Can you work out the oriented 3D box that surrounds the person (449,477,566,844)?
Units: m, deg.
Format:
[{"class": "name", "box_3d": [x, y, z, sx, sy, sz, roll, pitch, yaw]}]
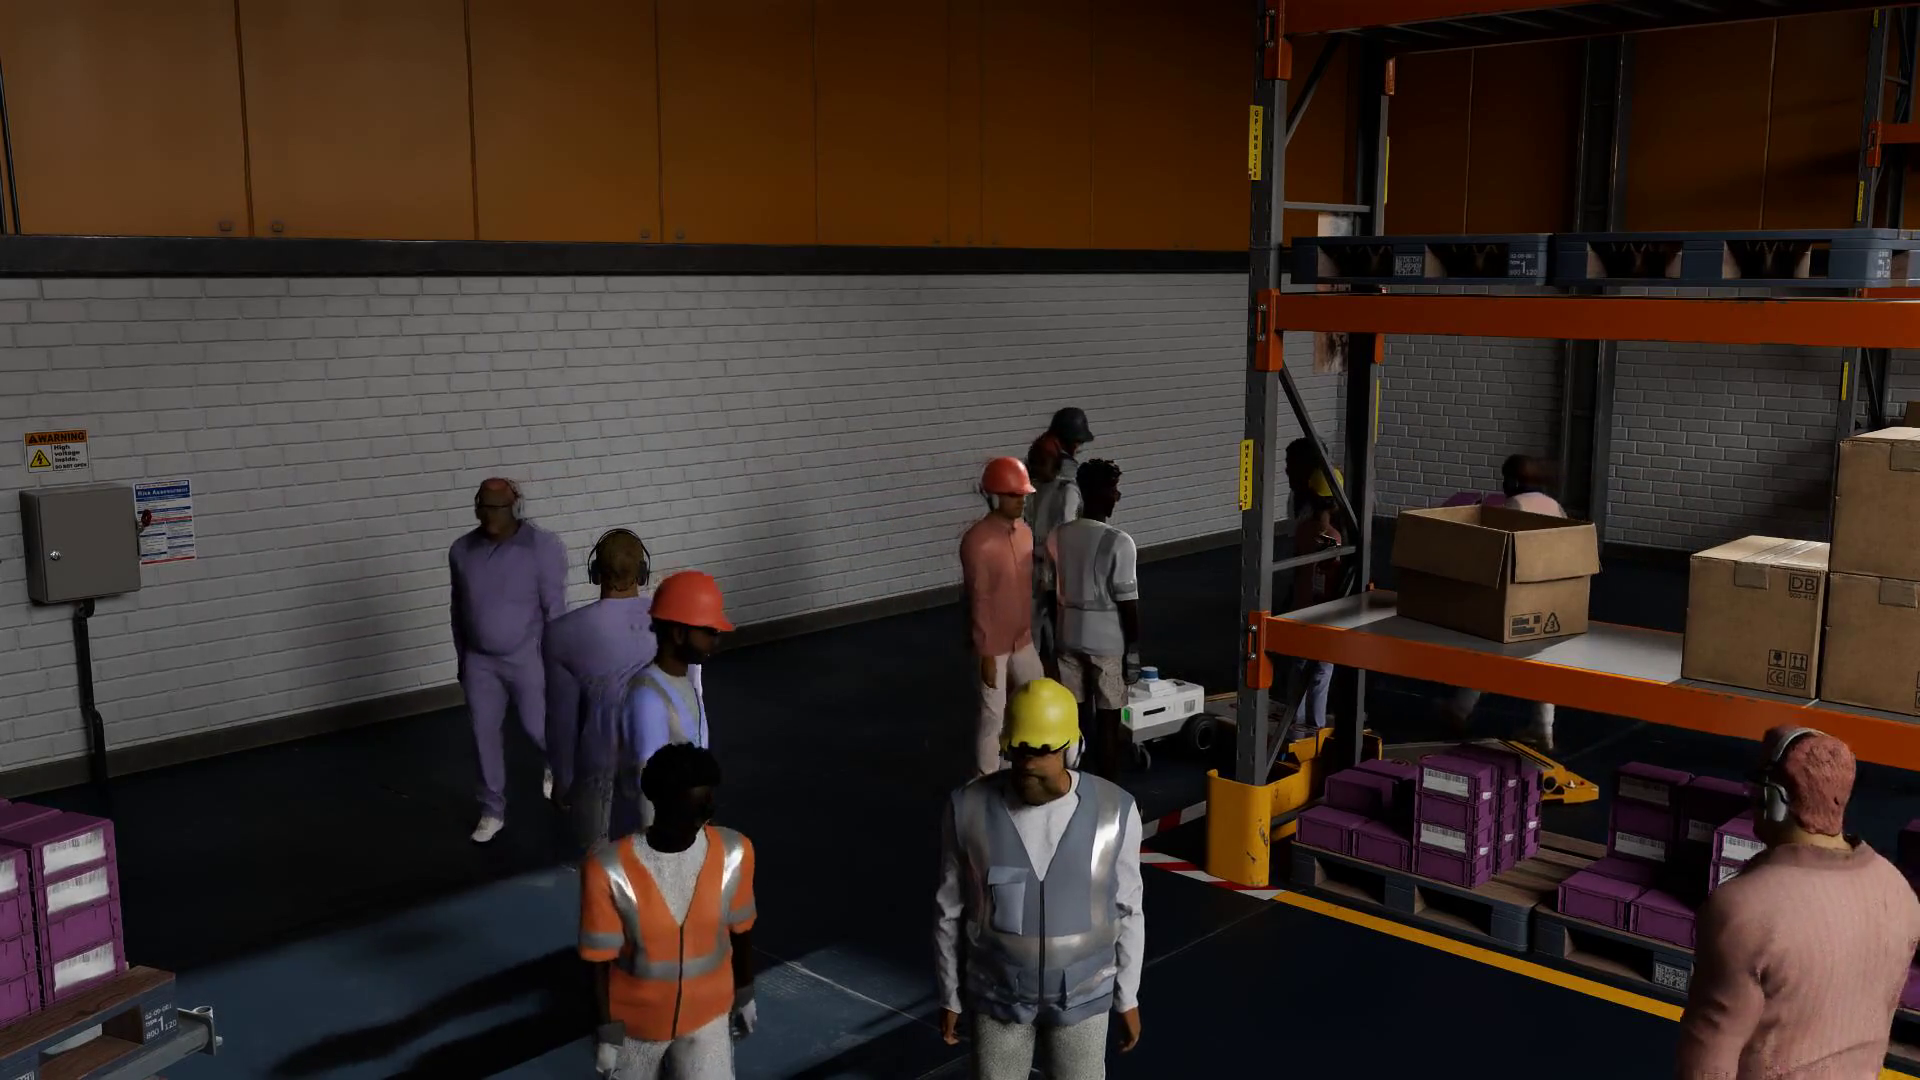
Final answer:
[{"class": "person", "box_3d": [-2.362, 0.585, 8.806, 0.644, 1.886, 0.806, 1, 9, 6]}]

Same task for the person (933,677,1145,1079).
[{"class": "person", "box_3d": [0.225, 1.277, 4.727, 0.603, 1.828, 0.404, 0, 9, 2]}]

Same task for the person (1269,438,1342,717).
[{"class": "person", "box_3d": [2.191, 0.289, 10.663, 0.962, 1.868, 0.603, -3, 10, -19]}]

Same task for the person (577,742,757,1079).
[{"class": "person", "box_3d": [-0.841, 1.360, 4.825, 0.535, 1.647, 0.871, -3, 10, -20]}]

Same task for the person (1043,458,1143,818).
[{"class": "person", "box_3d": [0.716, 0.538, 8.840, 0.607, 1.966, 0.367, 9, 13, 43]}]

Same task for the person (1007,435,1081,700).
[{"class": "person", "box_3d": [0.594, 0.215, 11.183, 0.403, 1.864, 0.591, -5, 11, -30]}]

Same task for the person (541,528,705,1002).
[{"class": "person", "box_3d": [-1.329, 0.913, 6.626, 0.634, 1.939, 0.367, -3, 10, -20]}]

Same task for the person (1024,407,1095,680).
[{"class": "person", "box_3d": [0.739, 0.013, 11.835, 0.539, 2.000, 0.724, -5, 10, -27]}]

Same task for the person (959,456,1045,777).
[{"class": "person", "box_3d": [0.241, 0.544, 8.787, 0.447, 1.979, 0.618, 8, 12, 40]}]

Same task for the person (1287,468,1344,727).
[{"class": "person", "box_3d": [2.173, 0.447, 10.011, 0.320, 1.769, 0.523, -2, 10, -14]}]

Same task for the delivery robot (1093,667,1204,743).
[{"class": "delivery robot", "box_3d": [1.133, 1.006, 10.000, 0.707, 0.478, 0.477, -7, 12, -39]}]

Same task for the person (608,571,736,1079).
[{"class": "person", "box_3d": [-1.029, 1.059, 5.803, 0.498, 1.908, 0.594, 1, 9, 9]}]

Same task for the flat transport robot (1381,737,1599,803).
[{"class": "flat transport robot", "box_3d": [2.745, 1.310, 9.292, 1.431, 0.197, 0.652, -2, 9, -12]}]

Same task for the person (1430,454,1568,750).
[{"class": "person", "box_3d": [3.417, 0.362, 10.421, 0.641, 1.802, 0.897, -5, 10, -26]}]

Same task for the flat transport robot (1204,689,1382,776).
[{"class": "flat transport robot", "box_3d": [1.871, 1.160, 10.209, 0.652, 0.197, 1.431, -5, 11, -30]}]

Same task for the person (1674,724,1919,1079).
[{"class": "person", "box_3d": [1.928, 1.371, 3.937, 0.676, 1.894, 0.440, -4, 10, -24]}]
